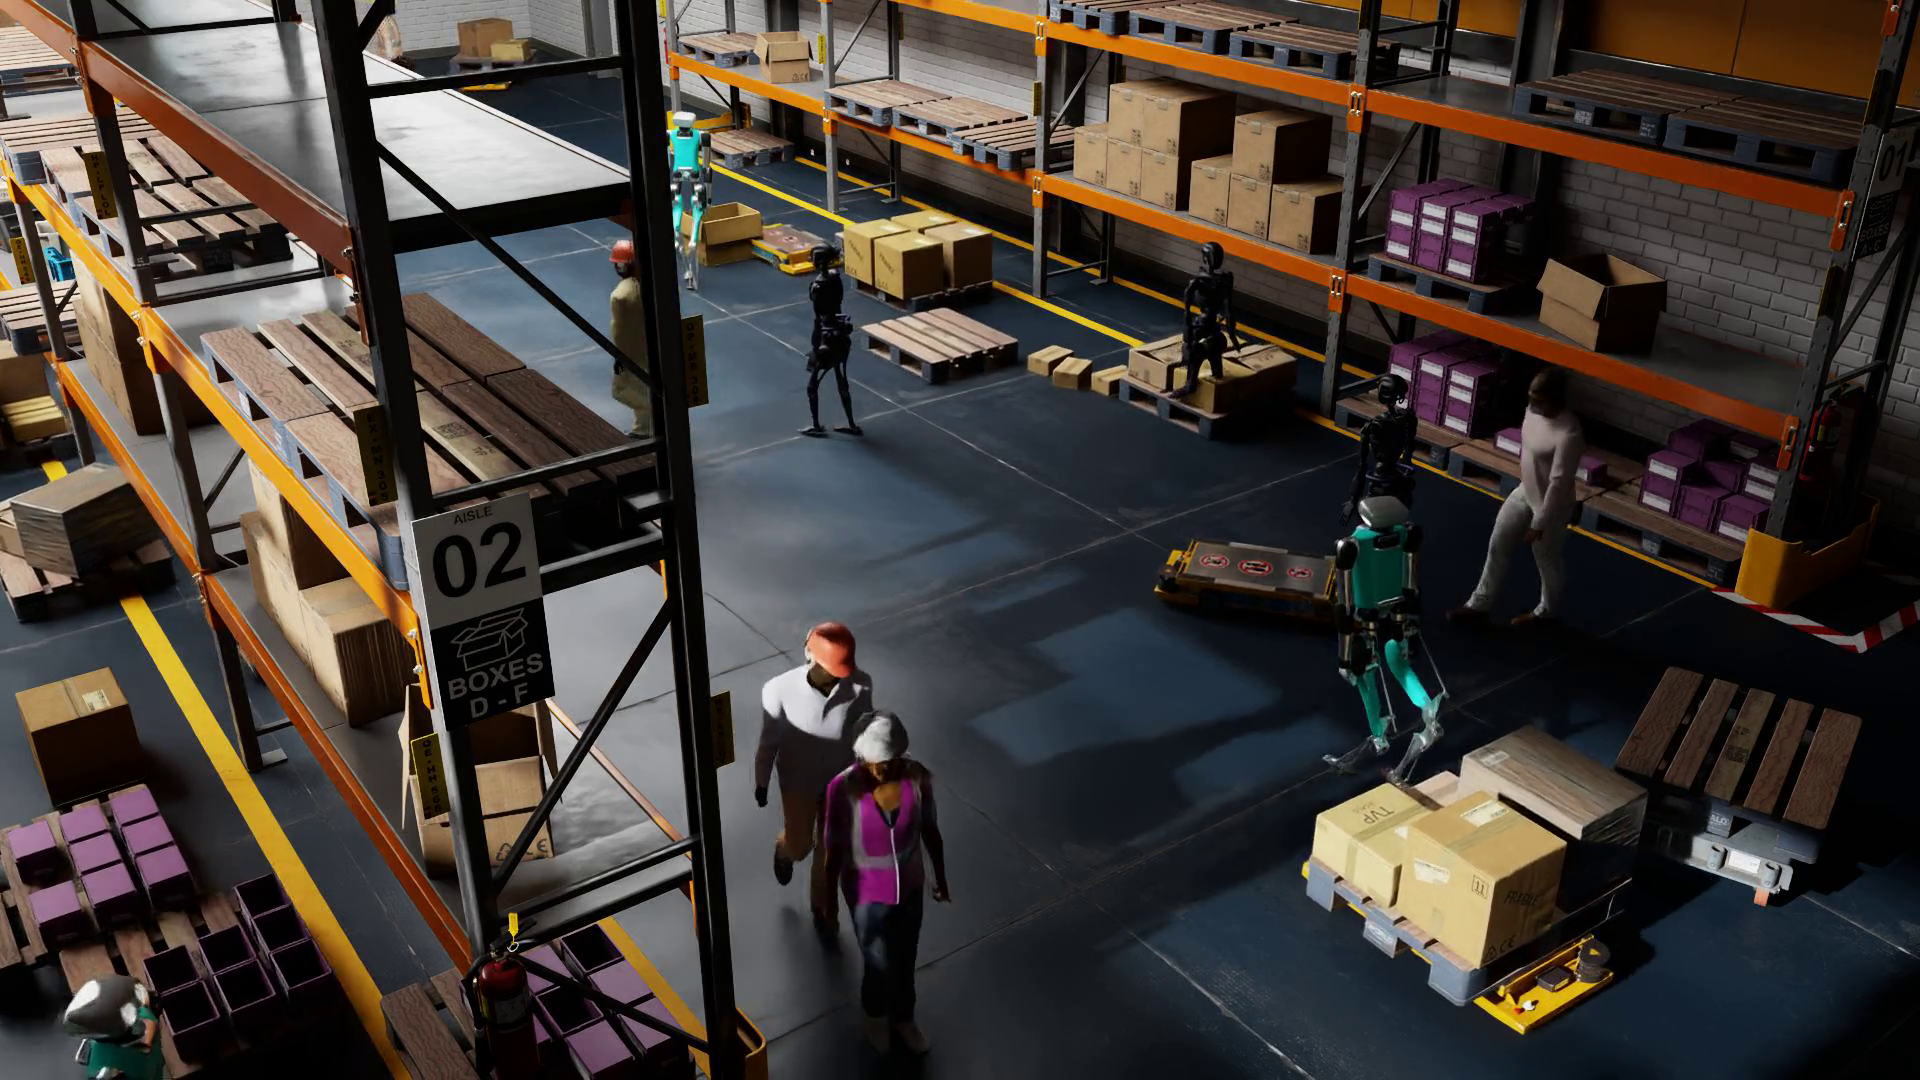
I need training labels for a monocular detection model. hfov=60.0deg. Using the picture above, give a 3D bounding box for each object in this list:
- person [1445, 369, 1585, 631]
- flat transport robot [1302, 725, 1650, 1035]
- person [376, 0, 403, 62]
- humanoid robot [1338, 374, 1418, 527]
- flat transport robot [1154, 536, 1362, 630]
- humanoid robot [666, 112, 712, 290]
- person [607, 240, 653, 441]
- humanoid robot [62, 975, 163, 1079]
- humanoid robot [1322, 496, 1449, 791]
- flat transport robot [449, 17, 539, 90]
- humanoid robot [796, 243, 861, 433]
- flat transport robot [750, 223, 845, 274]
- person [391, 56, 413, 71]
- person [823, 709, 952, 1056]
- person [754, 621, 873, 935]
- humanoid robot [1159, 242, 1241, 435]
[{"bbox_3d":[3.604,-0.222,10.626,0.870,1.886,0.700,-4,27,-8],"label":"person"},{"bbox_3d":[2.453,1.862,8.283,0.659,0.231,1.431,-17,31,-30],"label":"flat transport robot"},{"bbox_3d":[-8.288,-7.026,24.161,0.920,1.895,0.592,-1,27,-2],"label":"person"},{"bbox_3d":[2.794,-0.309,11.018,0.599,1.657,0.315,-18,32,-32],"label":"humanoid robot"},{"bbox_3d":[2.102,0.290,11.410,1.431,0.231,0.659,8,28,16],"label":"flat transport robot"},{"bbox_3d":[-2.844,-3.447,17.327,0.551,1.900,0.760,-2,27,-3],"label":"humanoid robot"},{"bbox_3d":[-2.618,-1.571,13.475,0.465,1.729,0.574,9,28,18],"label":"person"},{"bbox_3d":[-3.162,2.309,5.828,1.019,1.766,0.544,-4,27,-7],"label":"humanoid robot"},{"bbox_3d":[2.351,0.679,9.036,0.561,1.785,0.874,-11,29,-21],"label":"humanoid robot"},{"bbox_3d":[-7.536,-7.535,26.974,0.659,0.231,1.431,0,27,0],"label":"flat transport robot"},{"bbox_3d":[-1.100,-1.652,13.704,0.519,1.644,0.591,8,28,15],"label":"humanoid robot"},{"bbox_3d":[-1.934,-3.245,18.441,0.659,0.231,1.431,-18,32,-32],"label":"flat transport robot"},{"bbox_3d":[-6.327,-4.588,19.226,0.368,1.966,0.605,3,27,6],"label":"person"},{"bbox_3d":[-0.296,1.523,7.218,0.572,1.826,0.434,-13,30,-24],"label":"person"},{"bbox_3d":[-0.711,1.125,8.126,0.611,1.714,0.505,-11,29,-20],"label":"person"},{"bbox_3d":[2.018,-1.715,13.863,0.601,1.634,0.694,-18,32,-32],"label":"humanoid robot"}]
